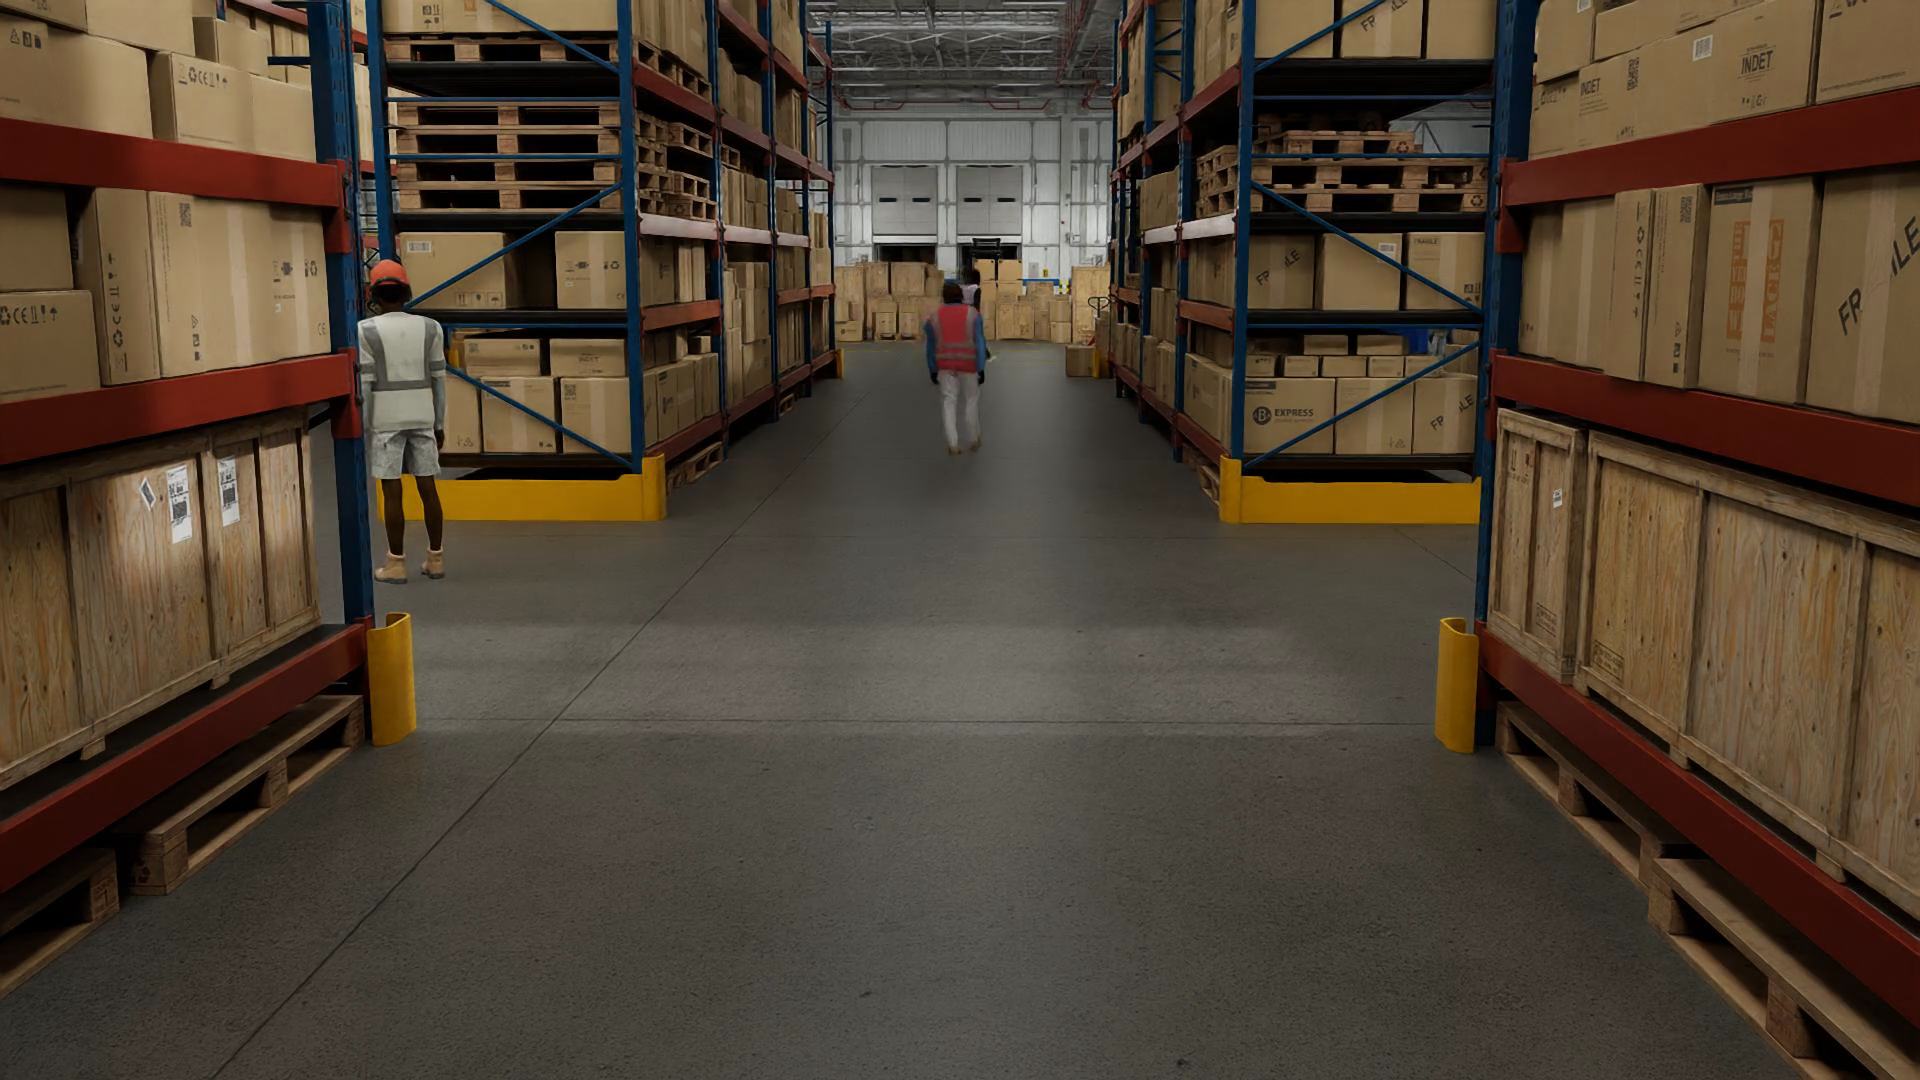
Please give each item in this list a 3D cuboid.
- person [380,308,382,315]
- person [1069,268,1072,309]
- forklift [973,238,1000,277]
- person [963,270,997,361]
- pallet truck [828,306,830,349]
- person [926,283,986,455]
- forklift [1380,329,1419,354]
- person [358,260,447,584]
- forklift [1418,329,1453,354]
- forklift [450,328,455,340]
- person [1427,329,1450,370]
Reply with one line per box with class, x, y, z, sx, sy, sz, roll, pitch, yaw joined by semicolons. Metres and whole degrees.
person;-6.750;-2.086;19.782;0.500;1.634;0.286;-8;13;-41
person;3.942;-8.680;58.635;0.924;1.843;0.611;-6;11;-31
forklift;0.885;-8.689;55.609;1.129;2.768;1.873;0;9;1
person;0.249;-4.538;33.816;1.061;1.868;0.606;-6;11;-30
pallet truck;-3.100;-3.940;29.800;1.885;1.965;0.823;3;10;19
person;-0.021;-1.822;17.723;0.645;1.793;0.936;1;10;9
forklift;6.556;-3.792;26.277;1.129;2.768;1.873;0;9;1
person;-3.545;-0.738;10.510;0.605;2.037;0.394;-8;12;-39
forklift;9.177;-4.795;32.284;1.873;2.768;1.129;-9;13;-43
forklift;-13.041;-6.549;42.793;1.129;2.768;1.873;0;9;1
person;7.932;-3.392;27.588;0.513;1.641;0.307;-7;12;-35
